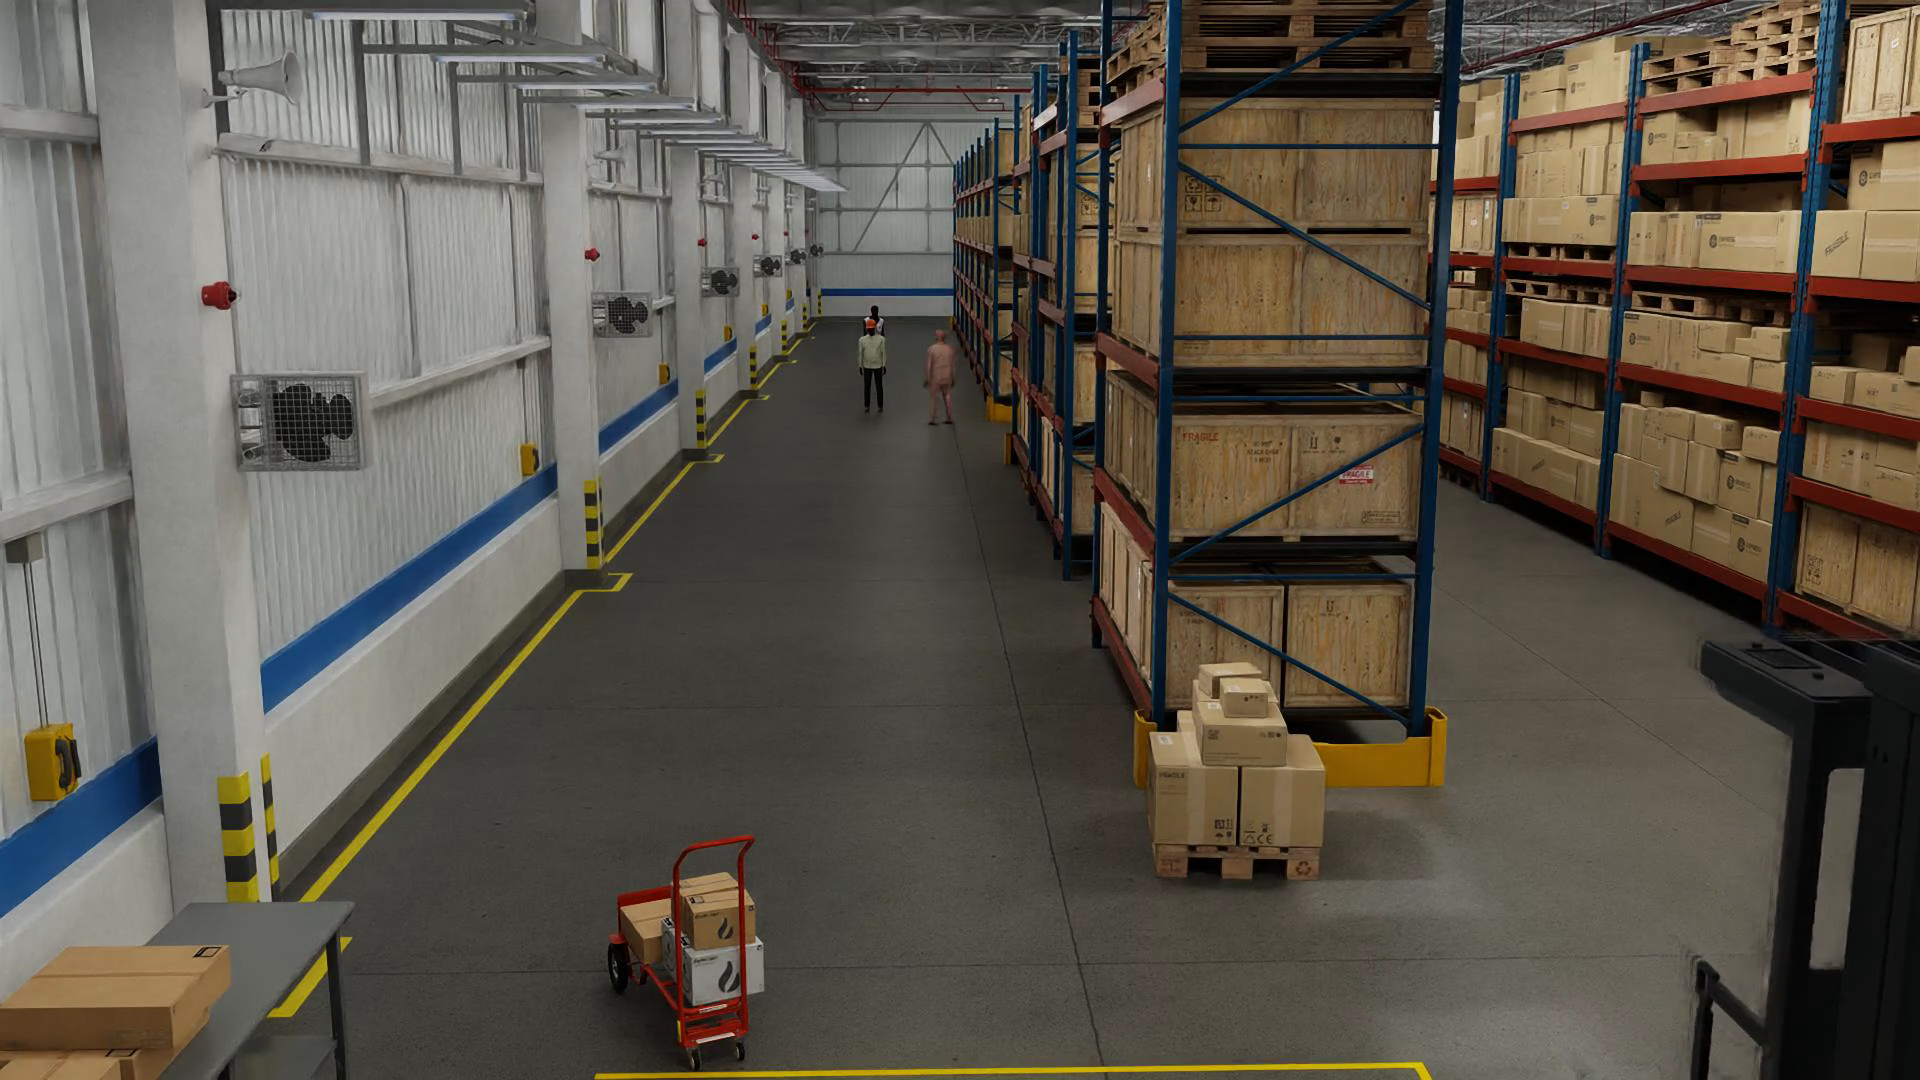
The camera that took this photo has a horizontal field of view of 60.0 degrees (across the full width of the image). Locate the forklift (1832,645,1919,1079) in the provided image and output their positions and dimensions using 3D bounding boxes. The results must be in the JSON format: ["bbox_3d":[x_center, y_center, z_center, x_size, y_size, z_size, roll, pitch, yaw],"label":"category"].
[{"bbox_3d":[3.145,1.697,5.020,1.129,2.768,1.873,0,11,-2],"label":"forklift"}]

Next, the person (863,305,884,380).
[{"bbox_3d":[-2.219,-5.076,42.804,0.592,1.910,0.390,-6,12,-29],"label":"person"}]

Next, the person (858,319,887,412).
[{"bbox_3d":[-1.871,-3.722,35.549,0.615,1.988,0.402,1,11,3],"label":"person"}]

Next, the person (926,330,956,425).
[{"bbox_3d":[-0.396,-3.248,33.294,0.652,1.904,0.403,-5,12,-25],"label":"person"}]
